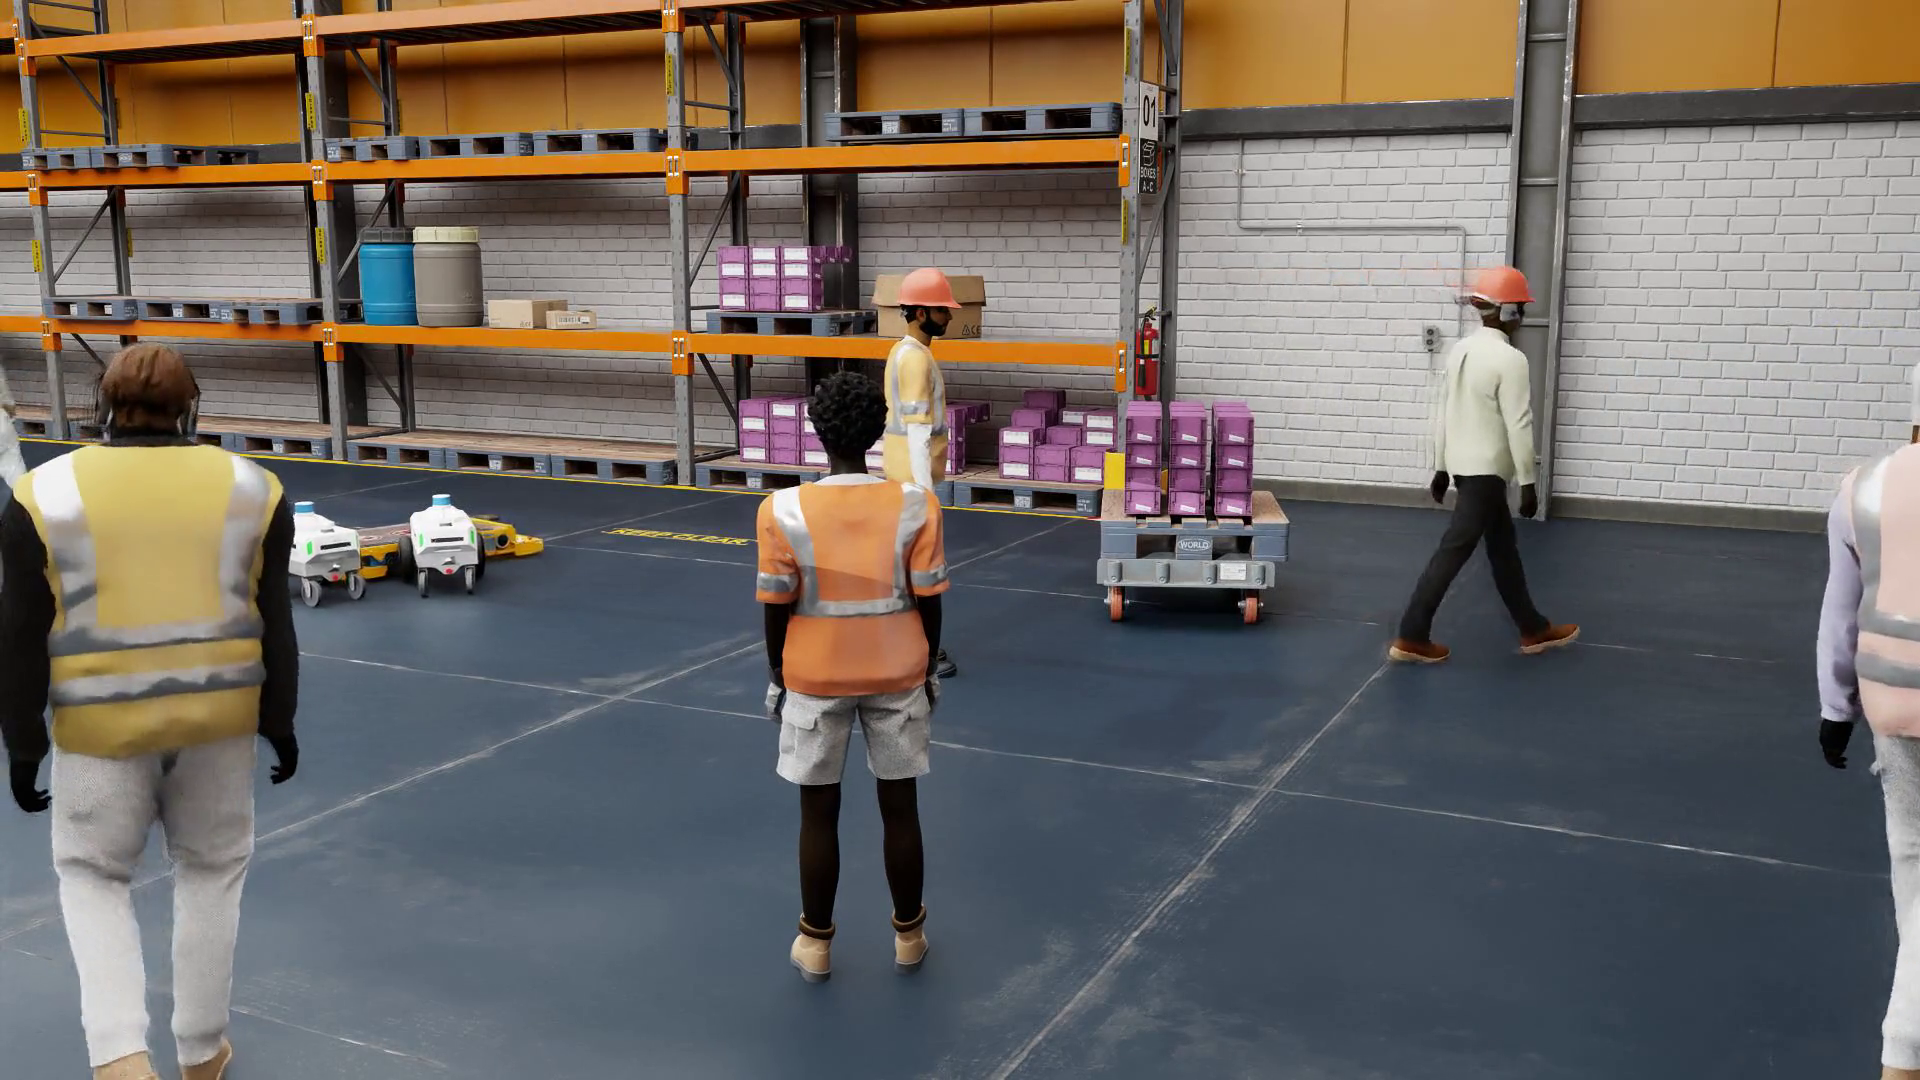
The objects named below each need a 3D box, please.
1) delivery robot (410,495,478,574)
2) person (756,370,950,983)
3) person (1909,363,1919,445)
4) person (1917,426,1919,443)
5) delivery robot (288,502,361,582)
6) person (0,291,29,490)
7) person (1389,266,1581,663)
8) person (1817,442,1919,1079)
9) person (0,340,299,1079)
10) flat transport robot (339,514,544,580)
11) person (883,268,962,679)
[{"bbox_3d":[-3.093,-0.028,9.954,0.477,0.478,0.707,-4,11,-21],"label":"delivery robot"},{"bbox_3d":[-0.293,0.383,4.595,0.533,1.700,0.318,-2,10,-10],"label":"person"},{"bbox_3d":[4.329,-0.175,7.305,0.535,1.868,0.309,-6,12,-31],"label":"person"},{"bbox_3d":[3.325,0.115,5.285,0.386,1.992,0.625,-4,11,-24],"label":"person"},{"bbox_3d":[-3.799,0.021,9.672,0.707,0.478,0.477,9,13,41],"label":"delivery robot"},{"bbox_3d":[-6.797,-0.970,11.781,1.007,1.888,0.654,-5,11,-24],"label":"person"},{"bbox_3d":[2.593,-0.353,8.120,1.052,1.939,0.642,-2,10,-9],"label":"person"},{"bbox_3d":[2.501,0.426,4.054,0.882,1.802,0.649,-6,12,-31],"label":"person"},{"bbox_3d":[-1.872,0.448,3.913,0.654,1.815,0.532,-6,12,-31],"label":"person"},{"bbox_3d":[-3.472,0.034,10.682,0.652,0.197,1.431,9,13,42],"label":"flat transport robot"},{"bbox_3d":[-0.177,-0.317,7.924,0.375,1.935,0.550,-1,10,-7],"label":"person"}]
